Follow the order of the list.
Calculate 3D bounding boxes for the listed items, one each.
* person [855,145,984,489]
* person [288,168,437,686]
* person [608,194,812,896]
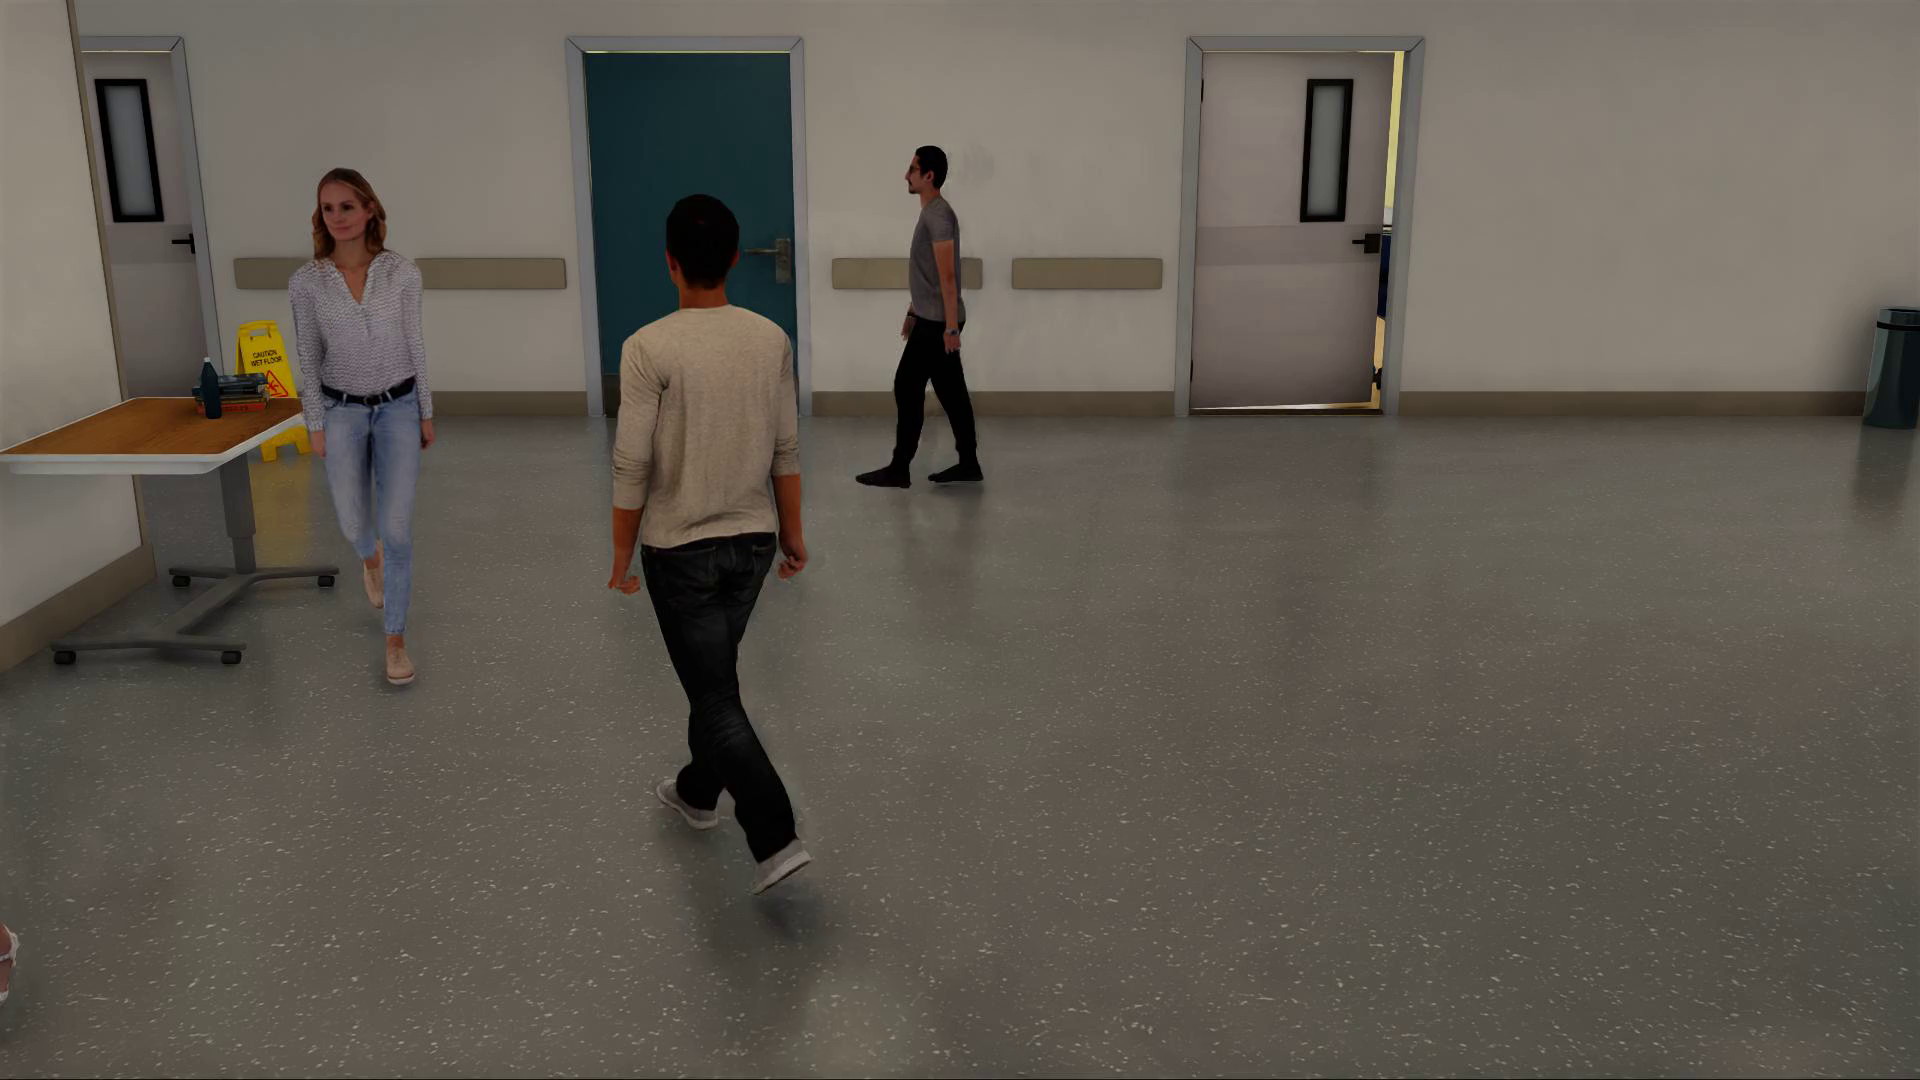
[{"bbox_3d":[-0.035,-1.116,8.515,0.913,1.732,0.695,-1,16,-4],"label":"person"},{"bbox_3d":[-2.110,-0.411,5.941,1.037,1.773,0.886,-6,17,-20],"label":"person"},{"bbox_3d":[-0.604,0.048,4.300,1.167,1.780,1.132,-11,19,-35],"label":"person"}]
